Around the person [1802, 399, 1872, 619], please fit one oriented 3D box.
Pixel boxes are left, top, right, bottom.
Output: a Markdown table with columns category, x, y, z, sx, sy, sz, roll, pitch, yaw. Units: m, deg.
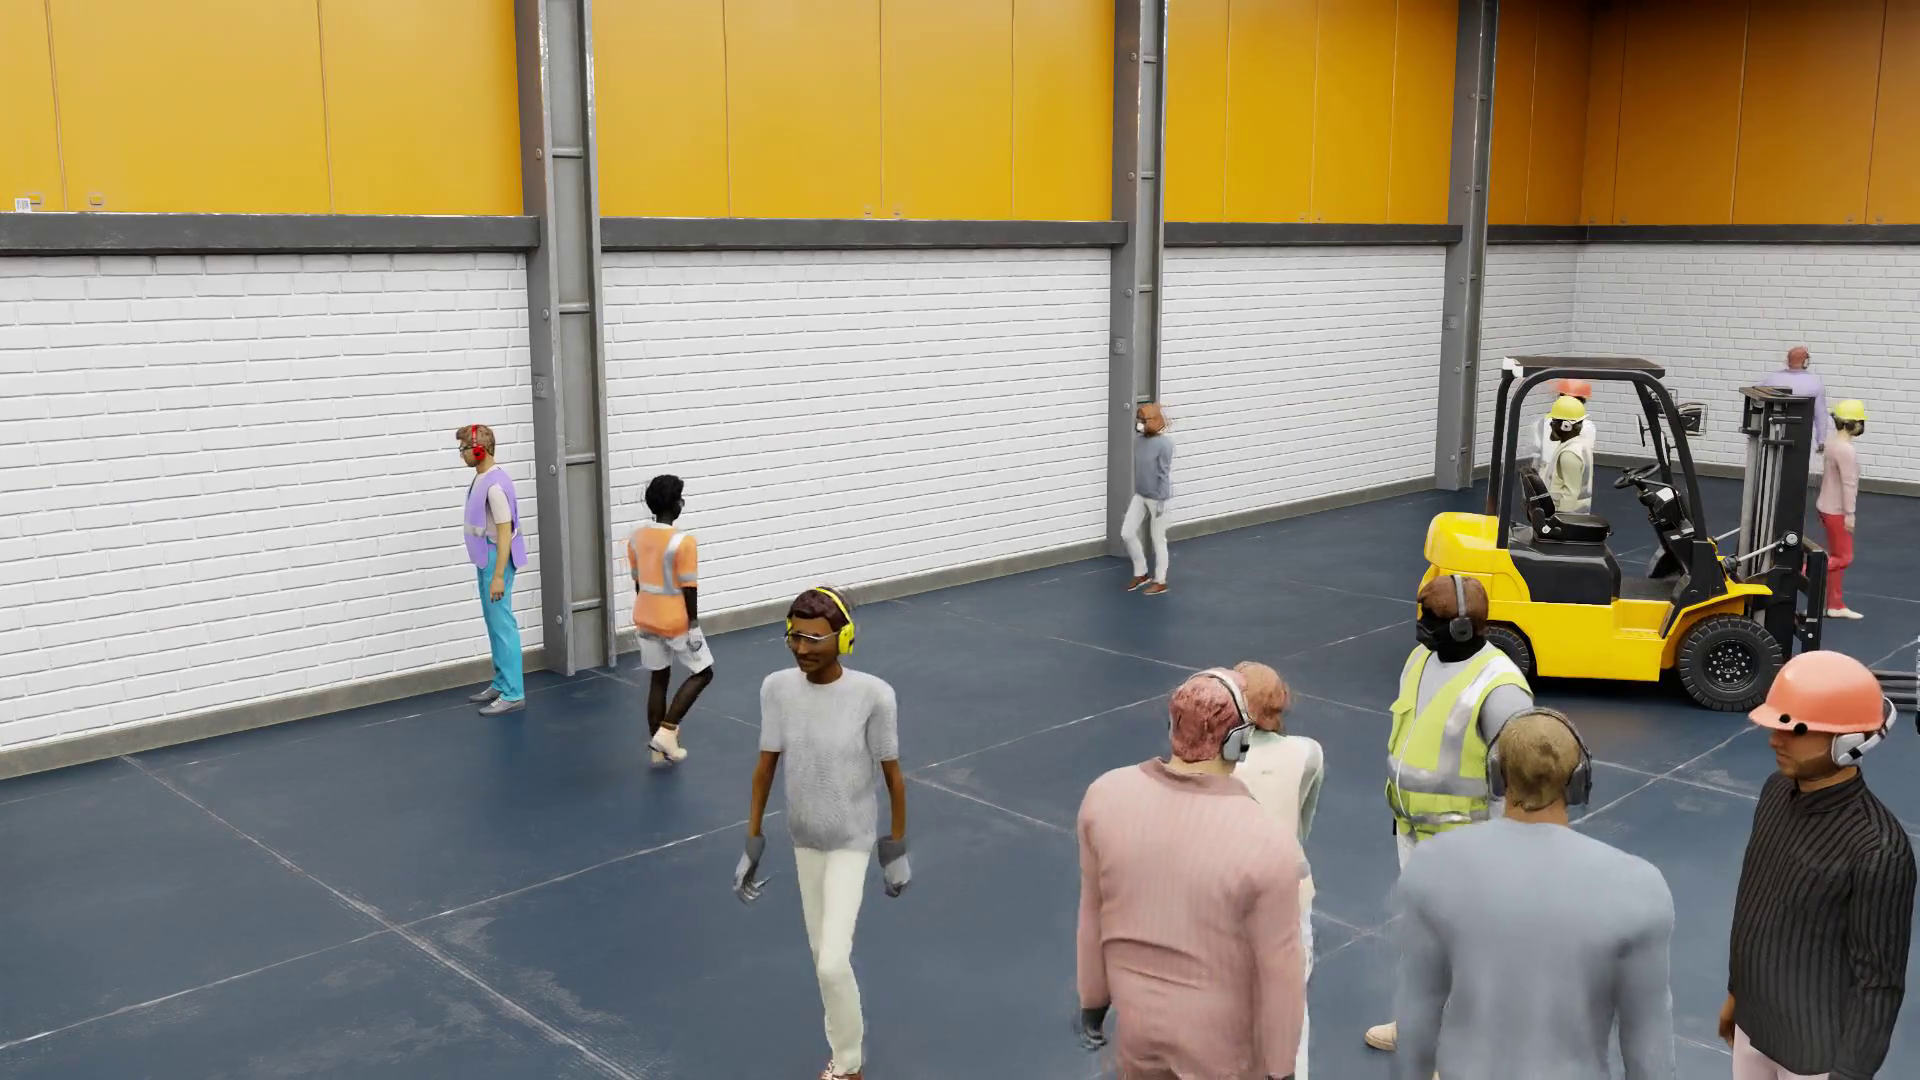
| category | x | y | z | sx | sy | sz | roll | pitch | yaw |
| --- | --- | --- | --- | --- | --- | --- | --- | --- | --- |
| person | 6.788 | -0.231 | 12.983 | 0.608 | 1.748 | 0.537 | 3 | 11 | 15 |

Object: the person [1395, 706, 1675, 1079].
| category | x | y | z | sx | sy | sz | roll | pitch | yaw |
| --- | --- | --- | --- | --- | --- | --- | --- | --- | --- |
| person | 1.301 | 1.357 | 3.923 | 0.654 | 1.910 | 0.794 | 8 | 13 | 37 |

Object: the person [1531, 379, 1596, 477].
| category | x | y | z | sx | sy | sz | roll | pitch | yaw |
| --- | --- | --- | --- | --- | --- | --- | --- | --- | --- |
| person | 4.871 | -0.410 | 13.592 | 0.940 | 1.904 | 0.542 | -7 | 12 | -33 |

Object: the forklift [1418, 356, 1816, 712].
| category | x | y | z | sx | sy | sz | roll | pitch | yaw |
| --- | --- | --- | --- | --- | --- | --- | --- | --- | --- |
| forklift | 4.276 | -0.101 | 11.076 | 2.313 | 2.155 | 1.214 | 2 | 11 | 13 |

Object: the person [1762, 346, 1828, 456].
| category | x | y | z | sx | sy | sz | roll | pitch | yaw |
| --- | --- | --- | --- | --- | --- | --- | --- | --- | --- |
| person | 8.673 | -1.091 | 17.377 | 0.947 | 1.872 | 0.657 | -10 | 14 | -43 |

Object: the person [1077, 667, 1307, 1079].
| category | x | y | z | sx | sy | sz | roll | pitch | yaw |
| --- | --- | --- | --- | --- | --- | --- | --- | --- | --- |
| person | 0.615 | 1.267 | 4.440 | 0.671 | 1.889 | 0.465 | 8 | 13 | 37 |

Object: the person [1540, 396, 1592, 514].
| category | x | y | z | sx | sy | sz | roll | pitch | yaw |
| --- | --- | --- | --- | --- | --- | --- | --- | --- | --- |
| person | 4.469 | -0.155 | 12.358 | 0.404 | 1.833 | 0.592 | 4 | 11 | 21 |

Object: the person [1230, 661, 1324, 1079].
| category | x | y | z | sx | sy | sz | roll | pitch | yaw |
| --- | --- | --- | --- | --- | --- | --- | --- | --- | --- |
| person | 0.968 | 1.190 | 5.689 | 0.500 | 1.595 | 0.843 | -3 | 11 | -14 |

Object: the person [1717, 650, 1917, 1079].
| category | x | y | z | sx | sy | sz | roll | pitch | yaw |
| --- | --- | --- | --- | --- | --- | --- | --- | --- | --- |
| person | 2.137 | 1.250 | 4.253 | 0.376 | 1.995 | 0.611 | -1 | 10 | -3 |

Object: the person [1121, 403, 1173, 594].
| category | x | y | z | sx | sy | sz | roll | pitch | yaw |
| --- | --- | --- | --- | --- | --- | --- | --- | --- | --- |
| person | 1.577 | -0.333 | 13.920 | 0.438 | 1.618 | 0.502 | -7 | 13 | -35 |

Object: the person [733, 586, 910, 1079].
| category | x | y | z | sx | sy | sz | roll | pitch | yaw |
| --- | --- | --- | --- | --- | --- | --- | --- | --- | --- |
| person | -0.487 | 1.067 | 5.661 | 0.526 | 1.849 | 0.623 | 5 | 12 | 27 |

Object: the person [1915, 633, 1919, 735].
| category | x | y | z | sx | sy | sz | roll | pitch | yaw |
| --- | --- | --- | --- | --- | --- | --- | --- | --- | --- |
| person | 4.591 | 0.726 | 7.426 | 0.669 | 1.880 | 0.614 | -10 | 15 | -44 |

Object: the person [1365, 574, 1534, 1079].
| category | x | y | z | sx | sy | sz | roll | pitch | yaw |
| --- | --- | --- | --- | --- | --- | --- | --- | --- | --- |
| person | 1.726 | 1.023 | 5.916 | 0.429 | 1.840 | 0.634 | -3 | 11 | -18 |

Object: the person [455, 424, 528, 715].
| category | x | y | z | sx | sy | sz | roll | pitch | yaw |
| --- | --- | --- | --- | --- | --- | --- | --- | --- | --- |
| person | -2.941 | 0.180 | 10.513 | 0.393 | 1.836 | 0.567 | -5 | 11 | -24 |

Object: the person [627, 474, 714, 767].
| category | x | y | z | sx | sy | sz | roll | pitch | yaw |
| --- | --- | --- | --- | --- | --- | --- | --- | --- | --- |
| person | -1.637 | 0.460 | 9.381 | 0.545 | 1.683 | 0.367 | 8 | 13 | 38 |
